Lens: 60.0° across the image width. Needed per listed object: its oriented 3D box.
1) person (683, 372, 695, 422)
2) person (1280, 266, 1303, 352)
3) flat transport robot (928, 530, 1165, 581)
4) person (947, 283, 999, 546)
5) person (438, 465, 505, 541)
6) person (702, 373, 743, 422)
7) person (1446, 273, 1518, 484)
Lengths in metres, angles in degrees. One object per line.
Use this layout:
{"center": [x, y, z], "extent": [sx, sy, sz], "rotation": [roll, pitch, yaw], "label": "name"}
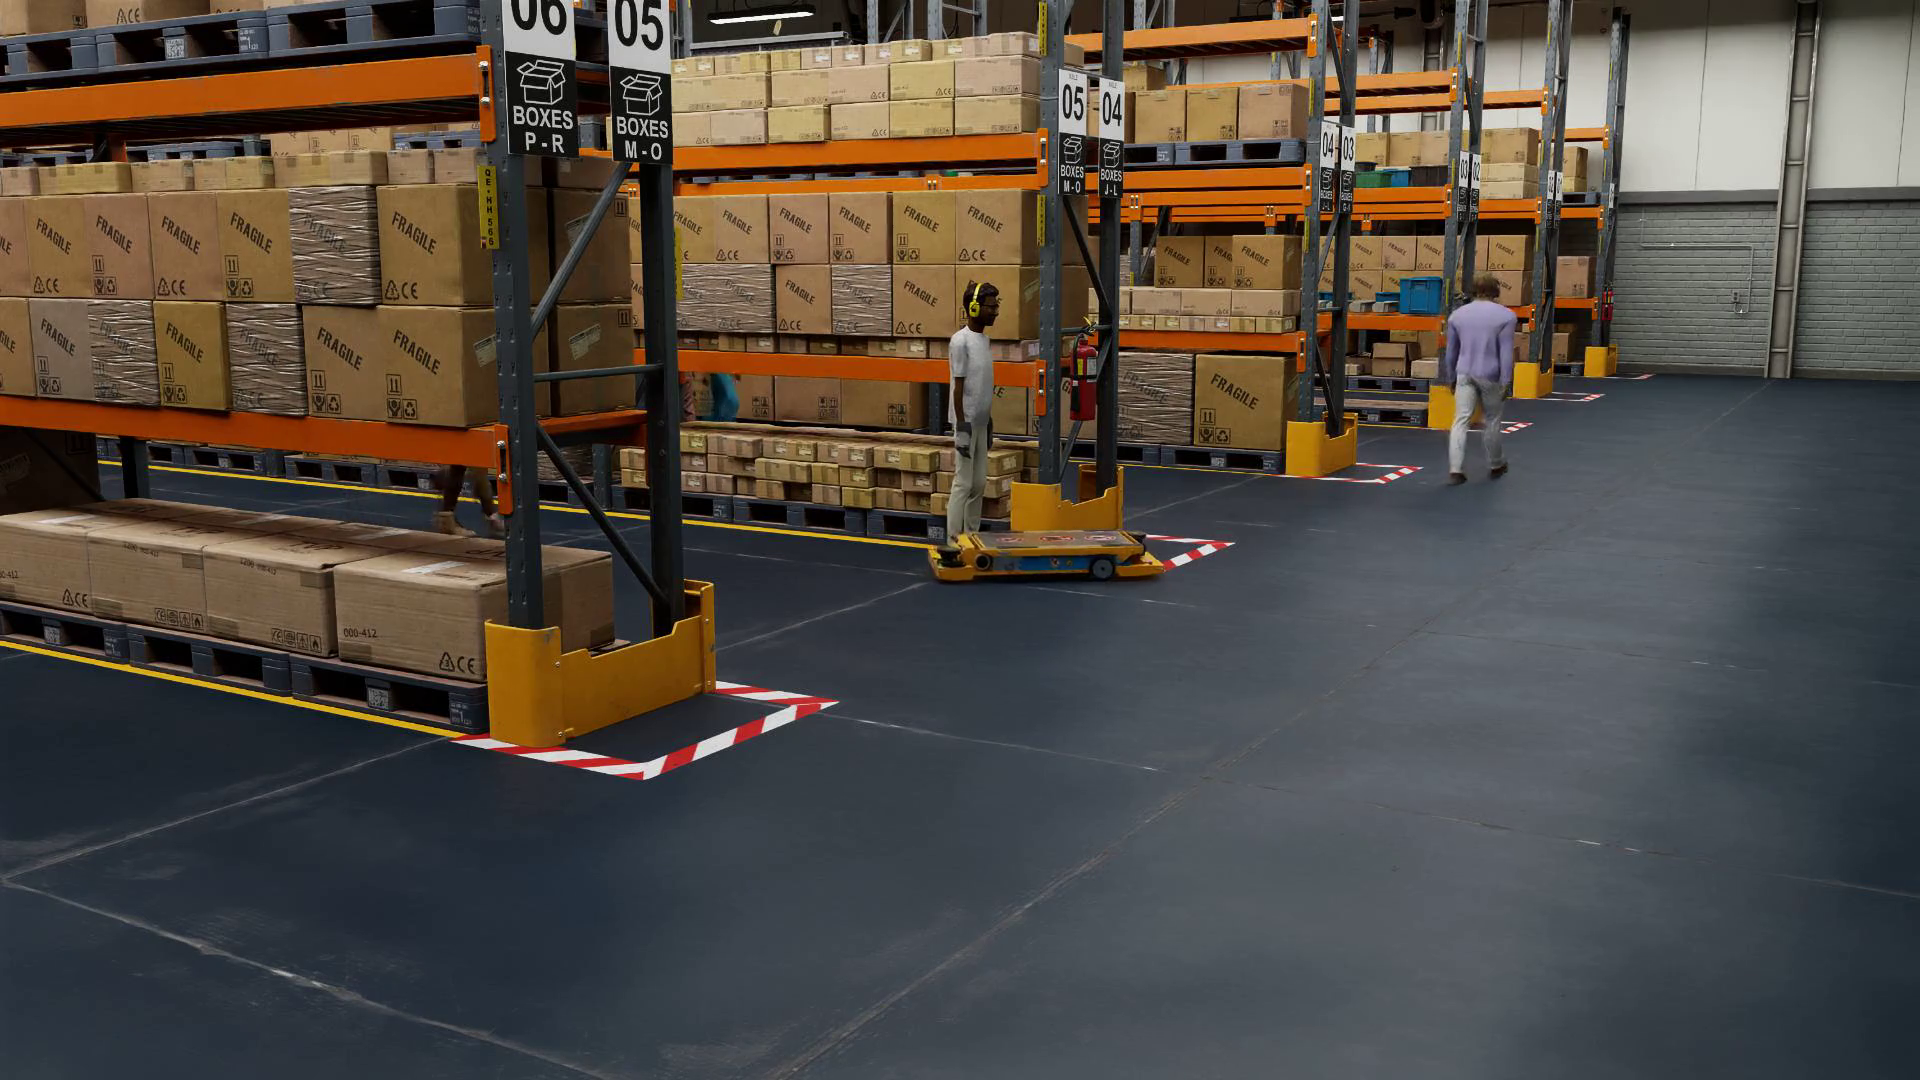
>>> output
{"center": [-2.788, -1.638, 15.965], "extent": [0.407, 1.910, 0.638], "rotation": [6, 12, 33], "label": "person"}
{"center": [3.880, -2.234, 19.362], "extent": [0.355, 1.938, 0.637], "rotation": [4, 11, 23], "label": "person"}
{"center": [0.537, 0.087, 10.646], "extent": [1.431, 0.197, 0.652], "rotation": [-1, 10, -7], "label": "flat transport robot"}
{"center": [0.093, -0.738, 10.846], "extent": [0.325, 1.860, 0.515], "rotation": [5, 11, 25], "label": "person"}
{"center": [-3.359, -0.957, 11.703], "extent": [0.968, 2.002, 0.616], "rotation": [3, 10, 16], "label": "person"}
{"center": [-2.336, -1.720, 16.688], "extent": [0.605, 1.819, 0.578], "rotation": [1, 10, 7], "label": "person"}
{"center": [4.679, -1.456, 14.987], "extent": [0.652, 1.878, 1.035], "rotation": [7, 12, 34], "label": "person"}
